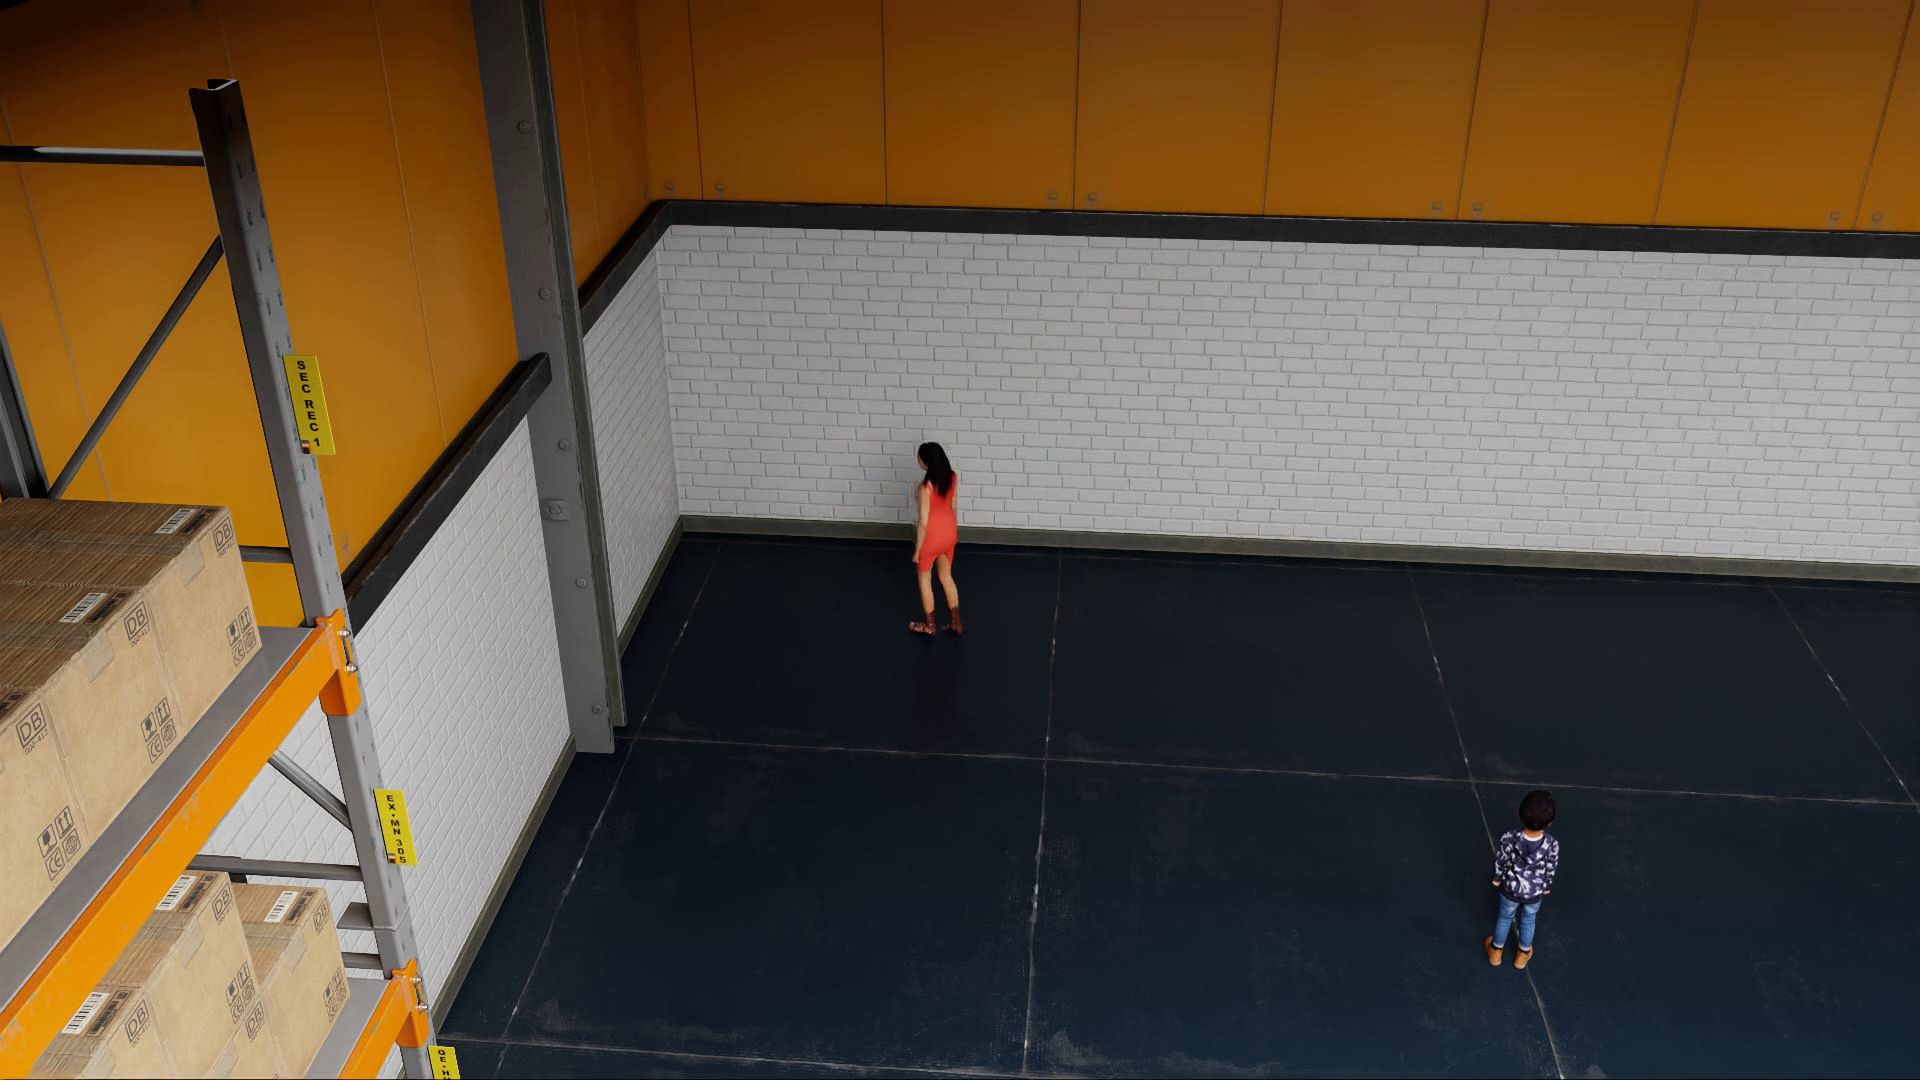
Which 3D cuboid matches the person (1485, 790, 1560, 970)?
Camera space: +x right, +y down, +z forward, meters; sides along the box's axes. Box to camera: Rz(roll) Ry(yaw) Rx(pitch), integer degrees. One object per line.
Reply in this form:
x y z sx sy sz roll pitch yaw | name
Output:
3.329 2.002 9.825 0.527 1.251 0.544 7 29 13 | person

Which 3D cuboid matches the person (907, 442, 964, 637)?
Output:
-0.193 -0.014 13.021 0.762 1.729 0.824 -21 35 -33 | person
